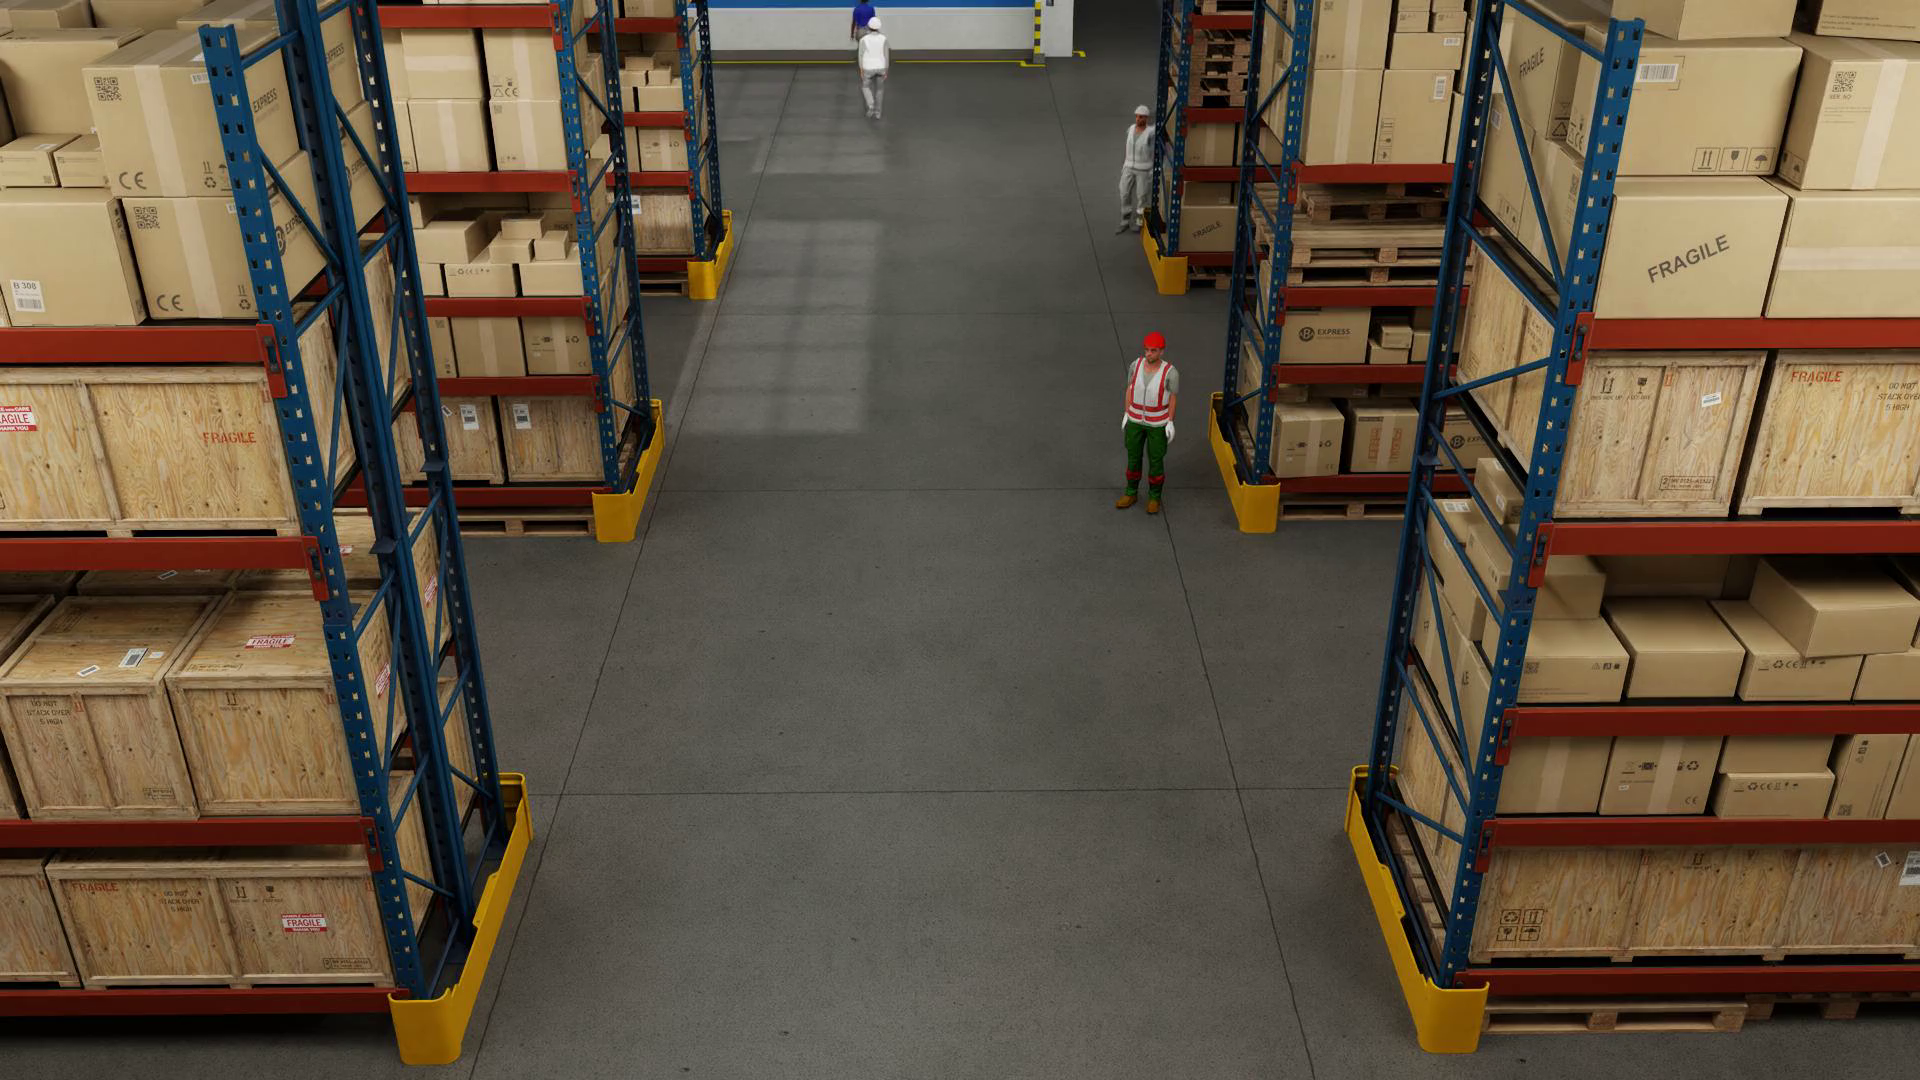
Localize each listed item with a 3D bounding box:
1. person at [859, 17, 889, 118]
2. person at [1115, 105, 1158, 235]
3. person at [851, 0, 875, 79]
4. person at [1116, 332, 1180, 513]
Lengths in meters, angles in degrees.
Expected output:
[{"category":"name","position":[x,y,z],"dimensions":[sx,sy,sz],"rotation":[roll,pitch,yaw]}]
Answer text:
[{"category":"person","position":[-1.521,-8.328,29.360],"dimensions":[0.540,1.771,0.553],"rotation":[-5,29,-10]},{"category":"person","position":[2.513,-5.237,23.618],"dimensions":[0.565,1.814,0.470],"rotation":[17,33,29]},{"category":"person","position":[-1.870,-9.753,32.128],"dimensions":[0.482,1.652,0.585],"rotation":[-13,31,-23]},{"category":"person","position":[1.809,-1.131,15.985],"dimensions":[0.535,1.794,0.375],"rotation":[12,31,21]}]
